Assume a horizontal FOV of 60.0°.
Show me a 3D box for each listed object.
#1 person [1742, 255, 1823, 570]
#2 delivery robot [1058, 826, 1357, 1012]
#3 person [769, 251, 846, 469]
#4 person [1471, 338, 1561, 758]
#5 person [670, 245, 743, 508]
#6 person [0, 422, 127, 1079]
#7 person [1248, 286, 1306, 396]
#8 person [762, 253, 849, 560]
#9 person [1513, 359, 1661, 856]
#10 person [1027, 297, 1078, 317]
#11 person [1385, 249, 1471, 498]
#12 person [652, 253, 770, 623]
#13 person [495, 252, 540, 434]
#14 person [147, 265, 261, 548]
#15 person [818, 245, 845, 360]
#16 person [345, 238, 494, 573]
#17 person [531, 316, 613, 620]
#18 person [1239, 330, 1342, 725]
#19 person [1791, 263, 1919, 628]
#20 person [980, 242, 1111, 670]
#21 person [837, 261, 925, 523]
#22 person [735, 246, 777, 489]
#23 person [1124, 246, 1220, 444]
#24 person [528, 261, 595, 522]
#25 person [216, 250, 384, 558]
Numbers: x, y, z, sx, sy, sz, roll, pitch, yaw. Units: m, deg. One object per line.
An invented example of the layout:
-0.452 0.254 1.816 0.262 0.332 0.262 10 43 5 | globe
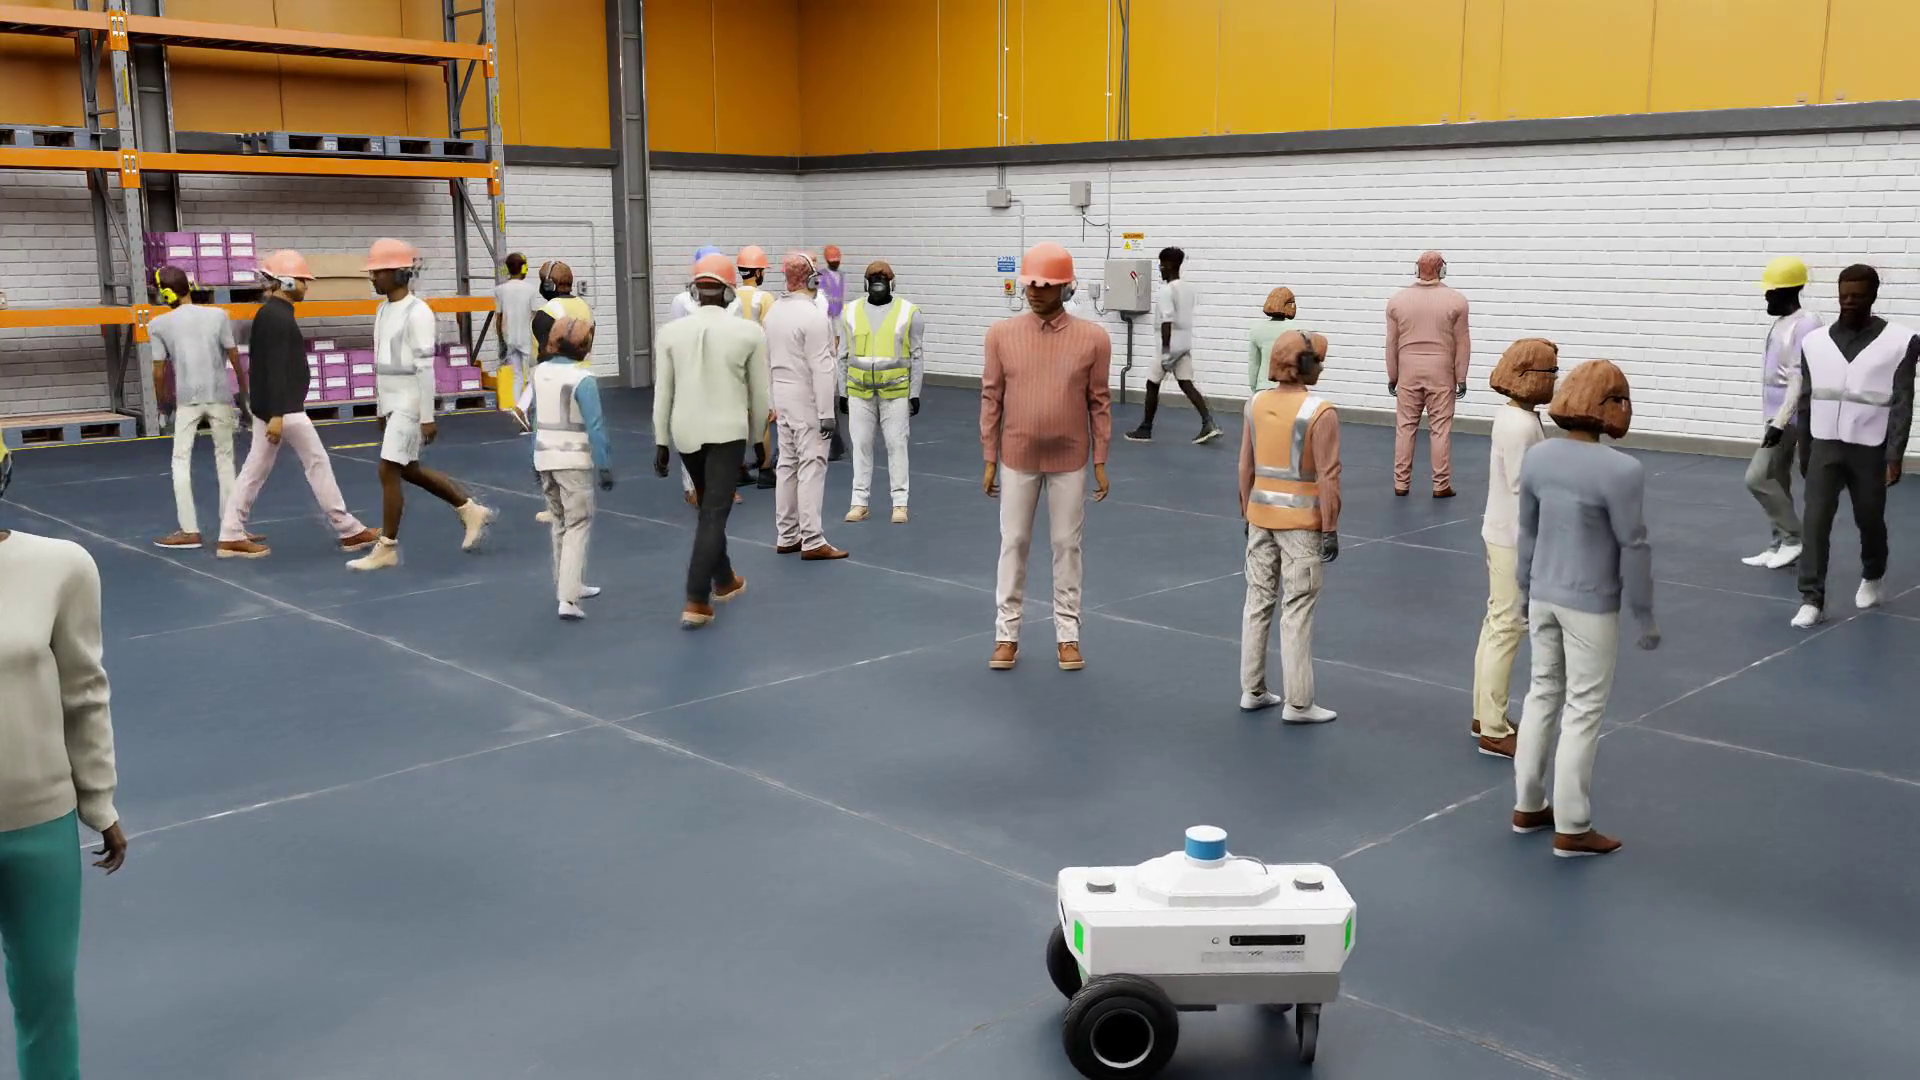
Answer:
4.915 -0.737 9.941 0.472 1.900 0.608 2 11 9 | person
0.608 0.955 4.134 0.707 0.478 0.477 0 10 -2 | delivery robot
-1.345 -1.591 14.640 0.571 1.892 0.976 7 13 34 | person
2.176 0.029 6.498 0.274 1.632 0.507 2 11 12 | person
-1.863 -1.214 12.419 0.615 1.945 0.405 -8 13 -37 | person
-1.903 0.563 3.234 0.526 1.765 0.329 -9 14 -42 | person
2.444 -1.126 12.794 0.499 1.634 0.279 10 14 42 | person
-0.959 -0.831 10.432 0.409 1.909 0.652 -7 13 -35 | person
2.029 0.224 5.454 0.305 1.632 0.516 -4 11 -22 | person
0.933 -1.788 16.021 0.908 1.785 0.634 -10 14 -43 | person
3.614 -1.276 12.858 0.642 1.913 0.409 5 12 27 | person
-1.338 -0.550 8.864 0.589 1.940 0.990 3 11 14 | person
-4.451 -1.977 16.844 0.548 1.851 0.479 3 11 14 | person
-4.939 -0.855 10.803 0.656 1.834 0.361 -4 11 -21 | person
-1.788 -3.085 22.764 0.620 1.888 0.558 9 14 41 | person
-3.342 -0.835 10.196 0.931 2.014 0.618 -8 13 -39 | person
-2.090 -0.398 8.915 0.555 1.611 0.560 8 13 38 | person
1.370 -0.054 6.940 0.311 1.636 0.521 -7 13 -35 | person
4.711 -0.509 8.767 0.586 1.890 0.923 10 14 43 | person
0.396 -0.377 7.742 0.610 1.989 0.392 1 10 4 | person
-0.572 -1.040 11.754 0.628 1.846 0.429 2 11 9 | person
-1.653 -1.377 13.332 0.543 1.939 0.355 6 12 32 | person
2.110 -1.885 16.162 0.995 1.925 0.619 8 13 37 | person
-2.834 -1.047 11.795 0.429 1.845 0.621 3 11 17 | person
-4.246 -0.850 10.494 1.044 1.929 0.619 -7 12 -33 | person
